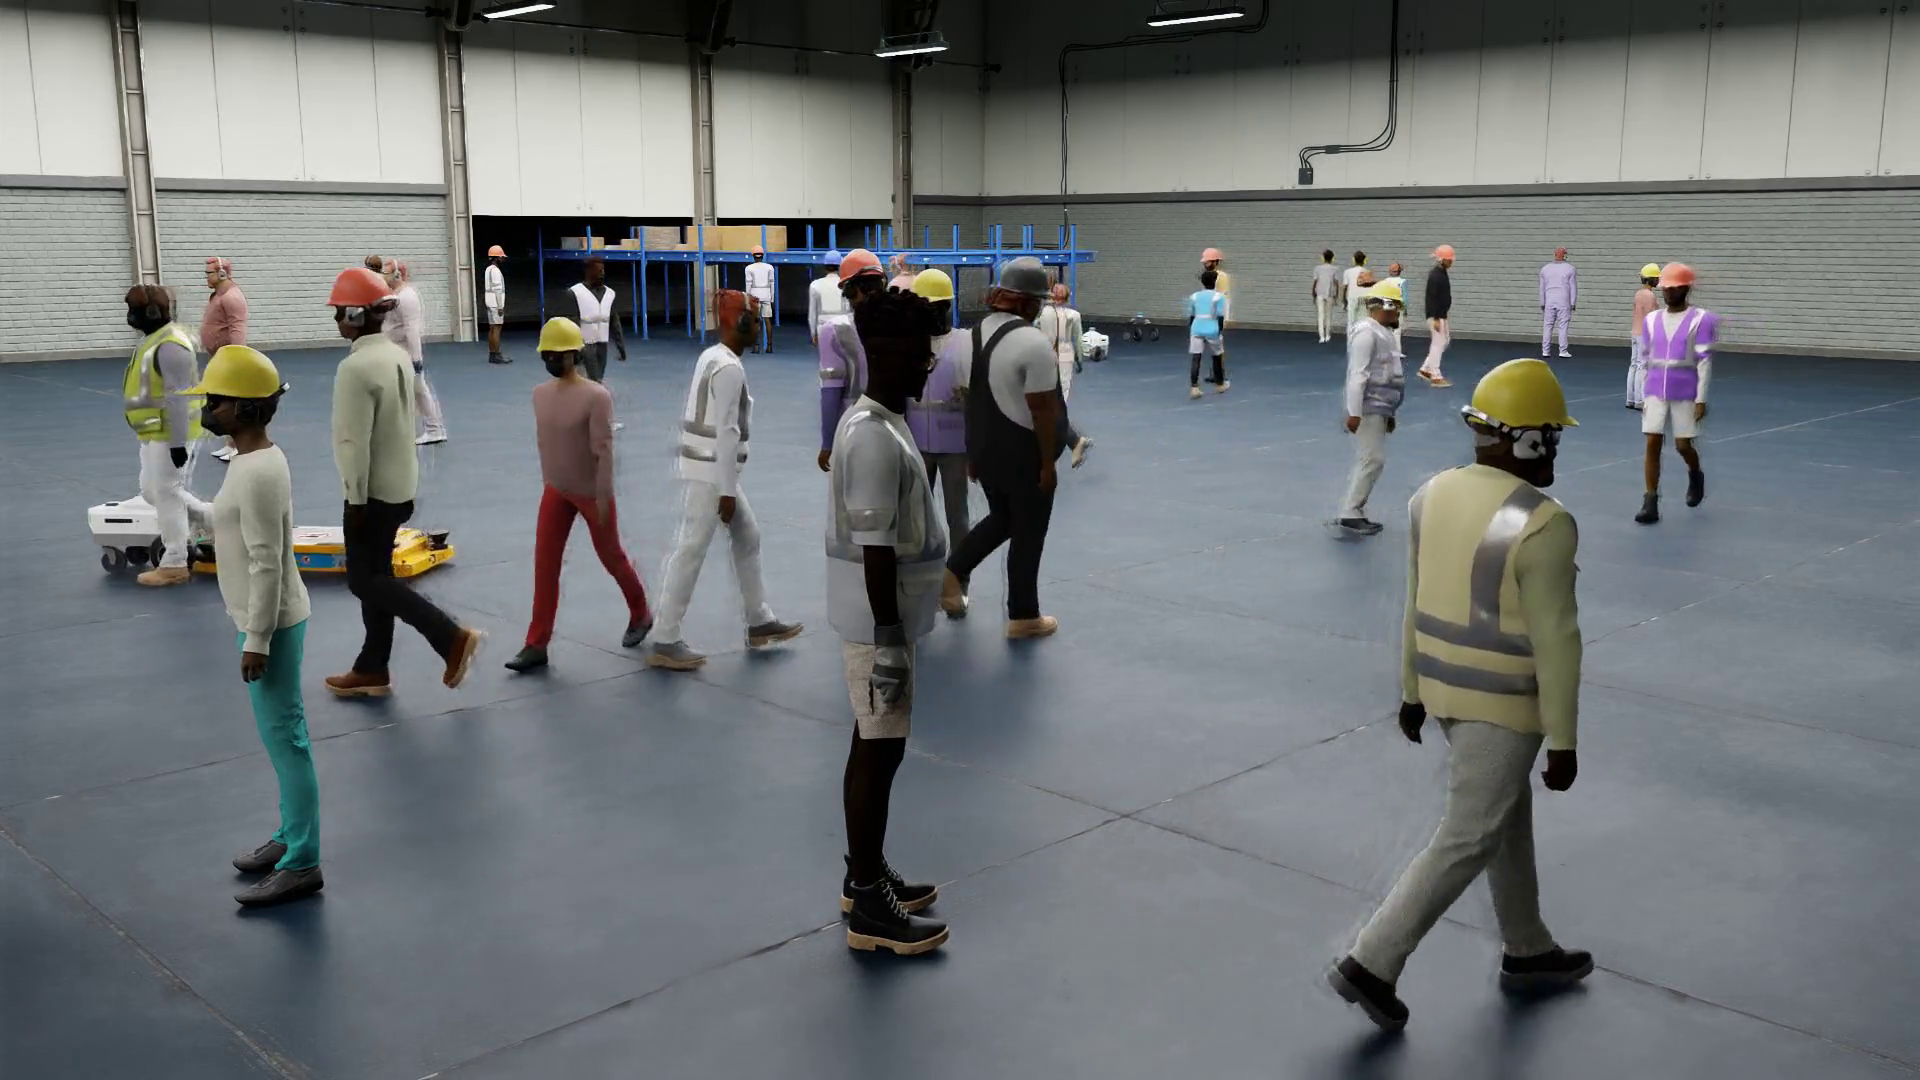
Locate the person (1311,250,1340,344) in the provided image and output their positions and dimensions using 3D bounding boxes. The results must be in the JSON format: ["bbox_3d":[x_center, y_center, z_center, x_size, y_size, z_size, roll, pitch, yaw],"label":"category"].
[{"bbox_3d":[7.196,-4.792,32.766,0.535,1.823,0.978,3,11,13],"label":"person"}]

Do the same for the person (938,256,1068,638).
[{"bbox_3d":[0.256,-0.473,8.724,0.673,2.000,0.691,-7,12,-33],"label":"person"}]

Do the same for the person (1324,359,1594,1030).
[{"bbox_3d":[1.378,0.413,4.458,0.896,1.799,0.607,-3,11,-17],"label":"person"}]

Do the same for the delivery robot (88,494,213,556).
[{"bbox_3d":[-5.148,-0.119,10.595,0.707,0.478,0.477,1,10,4],"label":"delivery robot"}]

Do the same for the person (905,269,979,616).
[{"bbox_3d":[-0.131,-0.539,9.275,0.593,1.925,0.384,4,11,20],"label":"person"}]

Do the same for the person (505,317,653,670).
[{"bbox_3d":[-1.894,-0.261,8.336,0.531,1.716,0.924,5,12,27],"label":"person"}]

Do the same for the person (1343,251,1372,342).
[{"bbox_3d":[7.128,-4.261,29.875,0.520,1.821,1.003,4,11,20],"label":"person"}]

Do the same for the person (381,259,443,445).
[{"bbox_3d":[-5.712,-1.871,16.721,0.971,1.862,0.649,-3,11,-18],"label":"person"}]

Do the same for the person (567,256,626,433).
[{"bbox_3d":[-3.802,-2.060,17.664,0.809,1.885,0.620,7,13,35],"label":"person"}]

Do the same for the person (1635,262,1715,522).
[{"bbox_3d":[5.337,-1.109,12.410,0.552,1.923,0.725,10,14,44],"label":"person"}]

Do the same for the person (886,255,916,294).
[{"bbox_3d":[-0.652,-2.611,20.766,0.815,1.870,0.424,-10,14,-43],"label":"person"}]

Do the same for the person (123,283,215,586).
[{"bbox_3d":[-4.774,-0.649,10.142,0.560,1.825,0.635,-7,13,-35],"label":"person"}]

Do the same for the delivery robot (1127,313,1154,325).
[{"bbox_3d":[3.662,-4.495,33.735,0.335,0.223,0.698,-5,11,-26],"label":"delivery robot"}]

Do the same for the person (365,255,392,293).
[{"bbox_3d":[-7.973,-2.970,22.766,0.429,1.841,0.634,4,11,20],"label":"person"}]

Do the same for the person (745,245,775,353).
[{"bbox_3d":[-3.620,-4.345,30.031,0.543,1.928,0.373,-4,11,-22],"label":"person"}]

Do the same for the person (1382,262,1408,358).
[{"bbox_3d":[7.524,-3.979,28.820,0.307,1.641,0.513,-9,14,-41],"label":"person"}]

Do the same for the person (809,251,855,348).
[{"bbox_3d":[-1.504,-2.562,20.356,0.627,1.909,0.928,2,11,8],"label":"person"}]

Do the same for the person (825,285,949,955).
[{"bbox_3d":[-0.220,0.228,4.986,0.361,1.962,0.614,-1,10,-5],"label":"person"}]

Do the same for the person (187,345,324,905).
[{"bbox_3d":[-2.242,0.265,5.325,0.308,1.772,0.526,-4,11,-22],"label":"person"}]

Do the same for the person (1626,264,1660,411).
[{"bbox_3d":[8.326,-2.461,20.200,0.313,1.769,0.523,0,10,2],"label":"person"}]

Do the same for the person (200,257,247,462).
[{"bbox_3d":[-6.937,-1.708,15.710,0.408,1.905,0.652,-7,12,-33],"label":"person"}]

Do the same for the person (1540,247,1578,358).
[{"bbox_3d":[10.389,-4.122,28.869,0.643,1.909,0.410,8,13,38],"label":"person"}]

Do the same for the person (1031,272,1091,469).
[{"bbox_3d":[0.761,-1.465,14.602,0.705,1.831,0.522,0,10,1],"label":"person"}]

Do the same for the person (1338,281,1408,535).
[{"bbox_3d":[2.946,-0.931,11.811,0.405,1.781,0.651,5,12,26],"label":"person"}]

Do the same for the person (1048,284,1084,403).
[{"bbox_3d":[1.029,-1.854,17.326,0.545,1.604,0.770,2,11,12],"label":"person"}]

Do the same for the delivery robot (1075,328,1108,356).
[{"bbox_3d":[2.248,-3.374,28.340,0.477,0.478,0.707,6,12,30],"label":"delivery robot"}]

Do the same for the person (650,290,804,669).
[{"bbox_3d":[-1.158,-0.320,8.311,0.900,1.829,0.684,-3,11,-15],"label":"person"}]

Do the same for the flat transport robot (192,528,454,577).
[{"bbox_3d":[-4.051,0.065,10.618,1.431,0.197,0.652,1,10,6],"label":"flat transport robot"}]

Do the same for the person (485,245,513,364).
[{"bbox_3d":[-7.708,-3.924,27.705,0.377,1.938,0.547,-6,12,-29],"label":"person"}]

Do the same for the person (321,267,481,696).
[{"bbox_3d":[-2.568,-0.240,7.528,0.741,1.974,0.621,1,10,6],"label":"person"}]

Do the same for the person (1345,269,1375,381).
[{"bbox_3d":[5.760,-3.048,23.775,0.522,1.631,0.351,-3,11,-18],"label":"person"}]

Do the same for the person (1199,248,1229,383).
[{"bbox_3d":[3.607,-3.211,23.859,0.536,1.917,0.578,-4,11,-20],"label":"person"}]

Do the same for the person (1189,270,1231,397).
[{"bbox_3d":[3.286,-2.716,21.868,0.552,1.648,0.843,7,13,34],"label":"person"}]

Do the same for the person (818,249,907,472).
[{"bbox_3d":[-0.523,-0.590,9.262,0.605,2.036,0.383,-6,12,-31],"label":"person"}]

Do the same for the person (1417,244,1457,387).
[{"bbox_3d":[6.736,-3.155,23.383,0.450,1.986,0.678,5,12,26],"label":"person"}]
